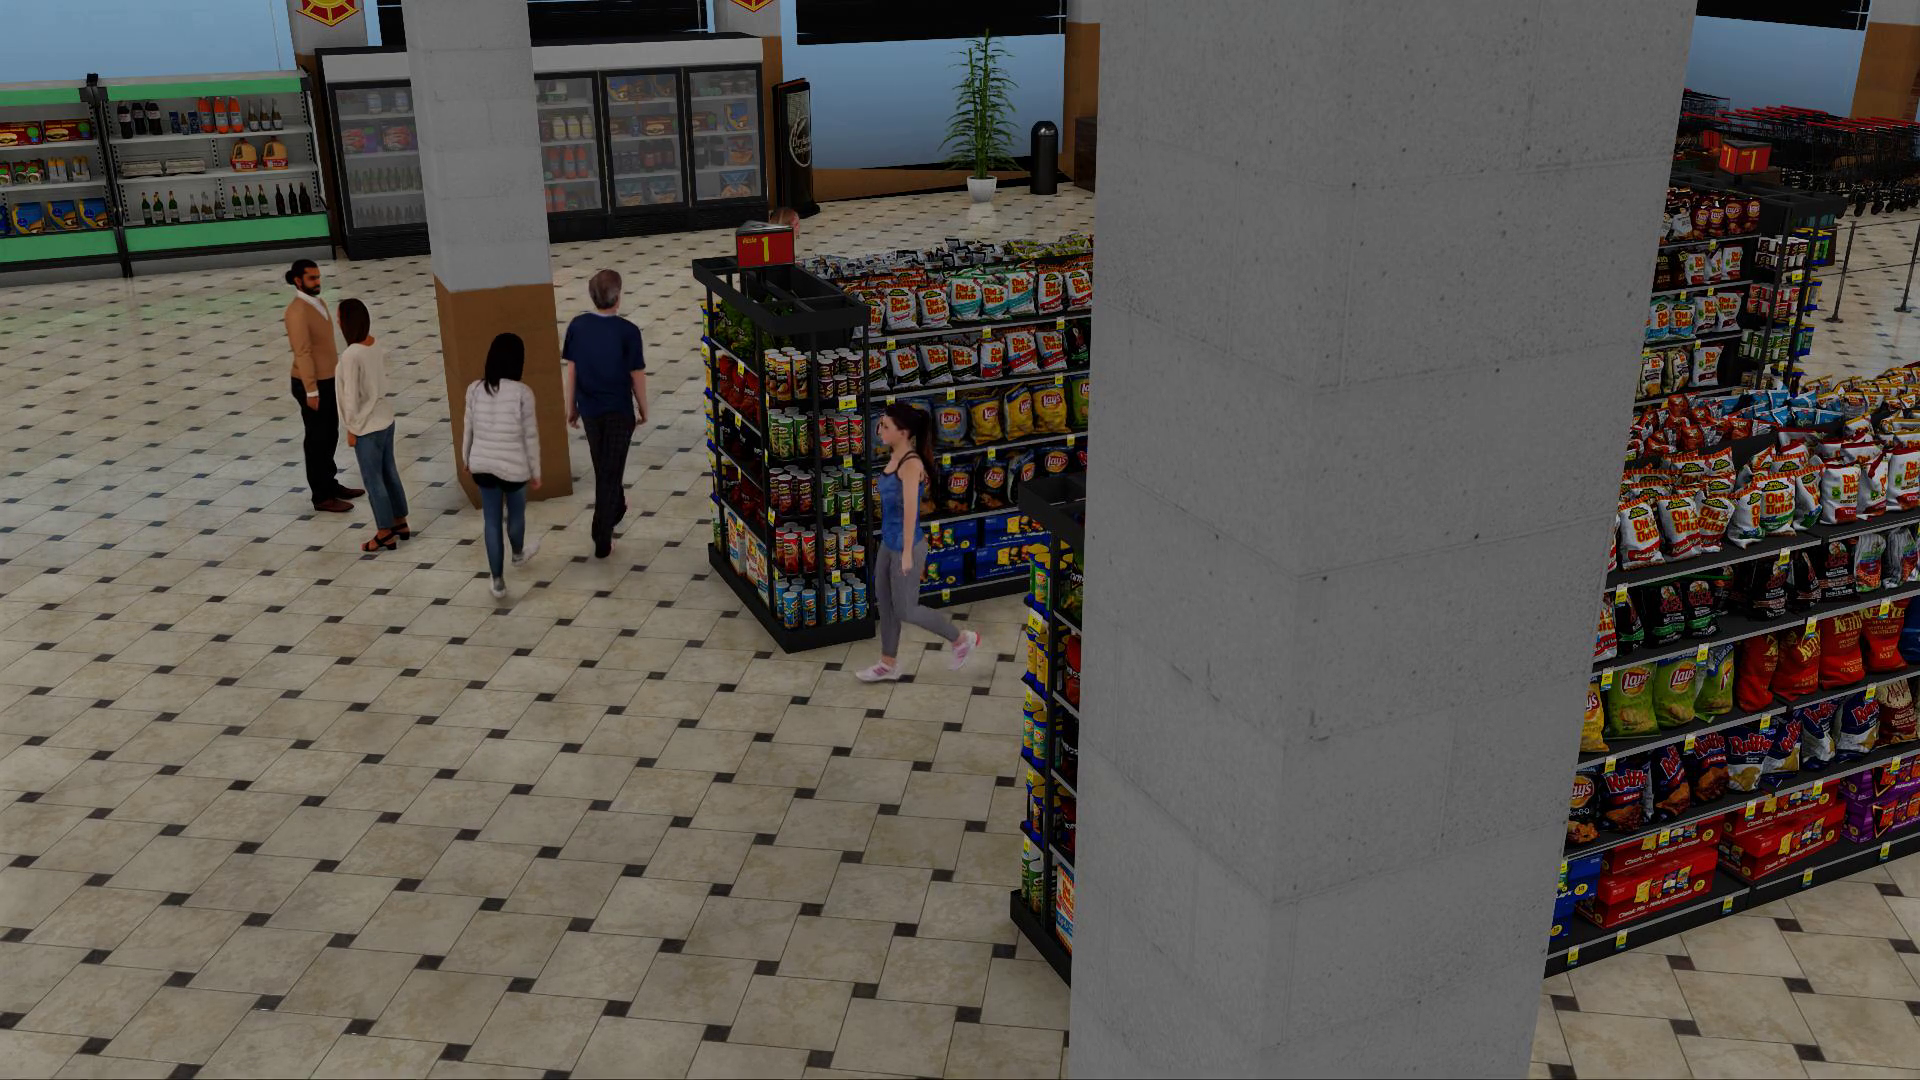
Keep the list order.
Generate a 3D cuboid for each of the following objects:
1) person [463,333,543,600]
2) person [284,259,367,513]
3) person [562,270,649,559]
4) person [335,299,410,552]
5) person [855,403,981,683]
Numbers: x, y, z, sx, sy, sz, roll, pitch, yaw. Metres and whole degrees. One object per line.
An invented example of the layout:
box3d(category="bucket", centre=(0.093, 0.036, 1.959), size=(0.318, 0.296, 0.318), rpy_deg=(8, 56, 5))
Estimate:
box3d(category="person", centre=(-2.796, -0.413, 10.123), size=(1.090, 1.587, 1.038), rpy_deg=(0, 22, 0))
box3d(category="person", centre=(-4.468, -1.082, 11.567), size=(0.719, 1.752, 0.736), rpy_deg=(-1, 22, -3))
box3d(category="person", centre=(-2.289, -0.759, 10.658), size=(1.118, 1.830, 1.105), rpy_deg=(3, 22, 8))
box3d(category="person", centre=(-3.832, -0.750, 10.840), size=(0.702, 1.678, 0.698), rpy_deg=(1, 22, 3))
box3d(category="person", centre=(-0.249, 0.038, 8.988), size=(0.943, 1.596, 0.665), rpy_deg=(-5, 23, -13))
